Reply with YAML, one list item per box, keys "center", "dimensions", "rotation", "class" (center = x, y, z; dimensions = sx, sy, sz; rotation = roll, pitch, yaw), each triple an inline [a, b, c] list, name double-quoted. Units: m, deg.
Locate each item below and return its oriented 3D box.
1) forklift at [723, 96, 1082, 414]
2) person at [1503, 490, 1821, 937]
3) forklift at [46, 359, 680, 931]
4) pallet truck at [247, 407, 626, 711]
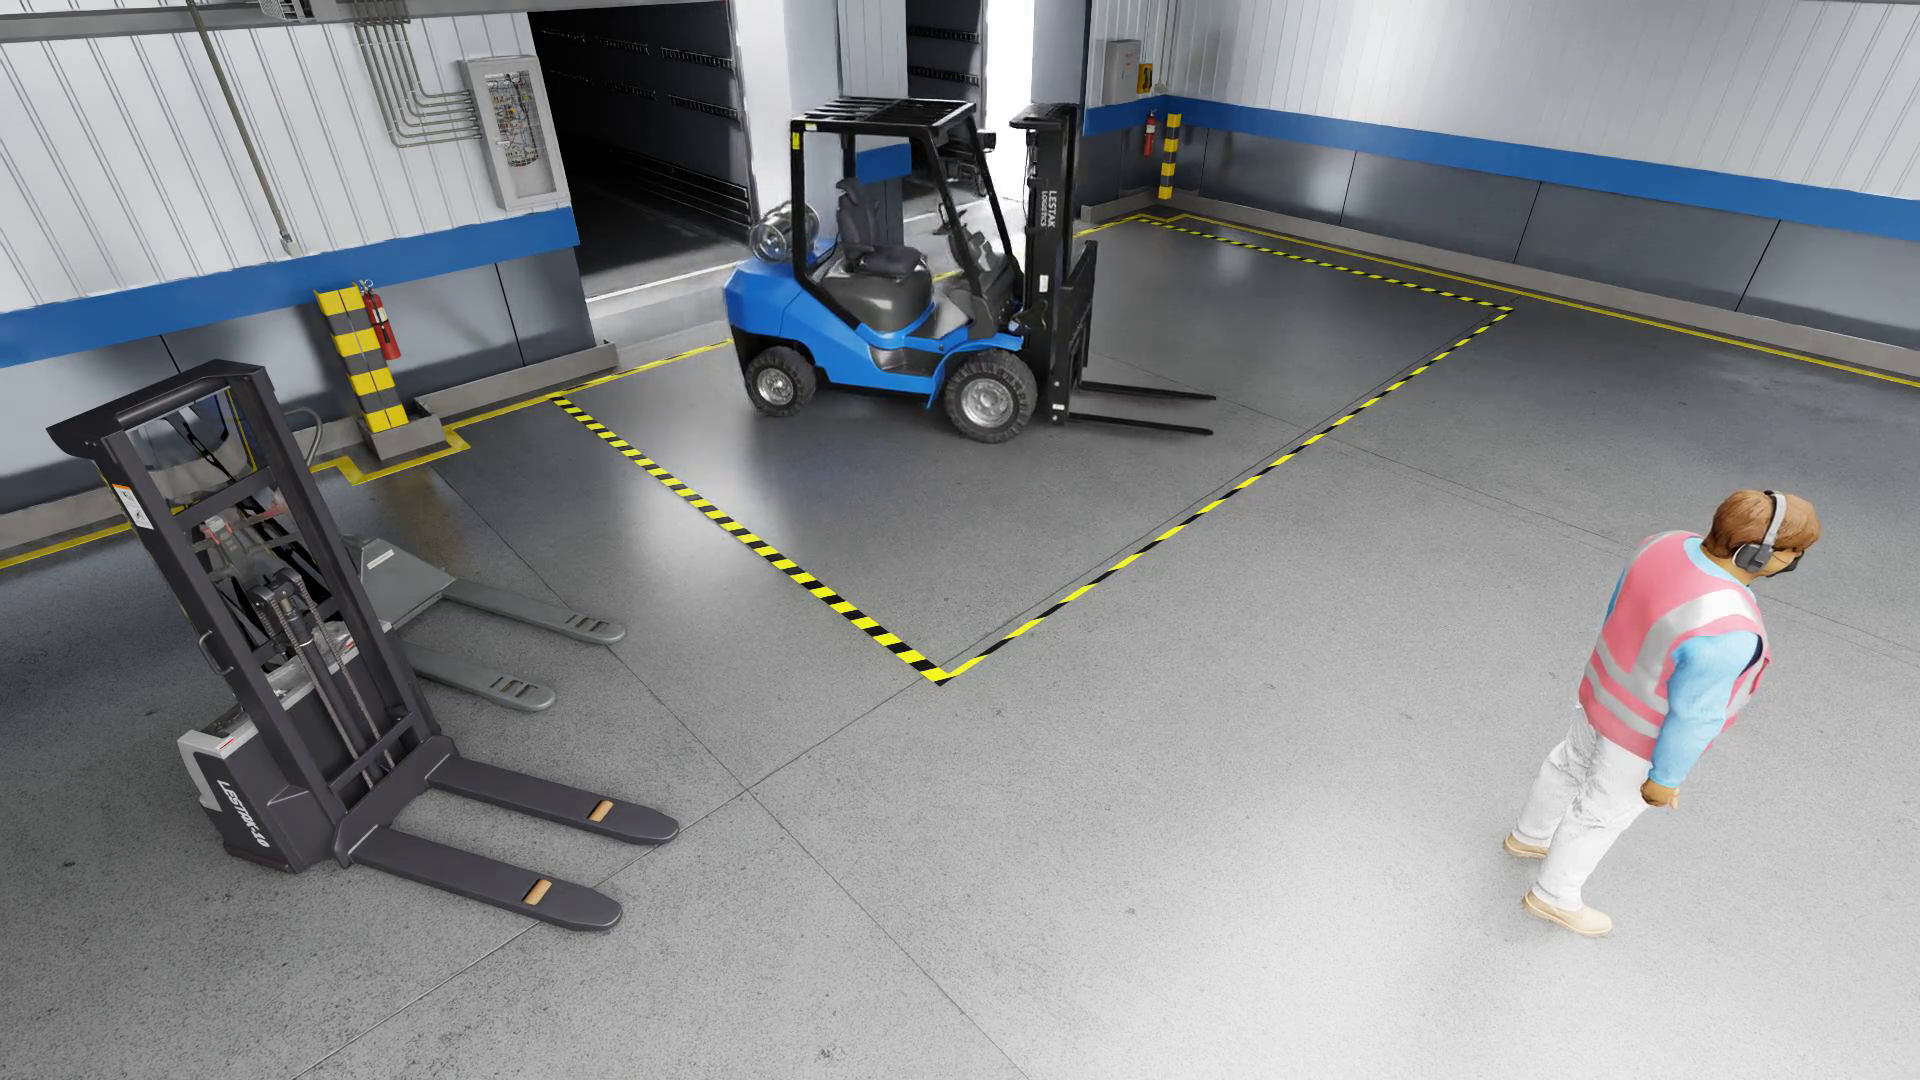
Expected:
- center: [-0.402, -2.135, 6.795]
  dimensions: [2.680, 2.036, 1.157]
  rotation: [9, 35, 13]
  class: "forklift"
- center: [2.384, 0.625, 3.193]
  dimensions: [0.429, 1.841, 0.632]
  rotation: [8, 35, 12]
  class: "person"
- center: [-2.135, 0.422, 3.354]
  dimensions: [1.885, 1.965, 0.823]
  rotation: [10, 35, 14]
  class: "forklift"
- center: [-2.628, 0.038, 4.590]
  dimensions: [1.601, 1.201, 0.680]
  rotation: [12, 36, 18]
  class: "pallet truck"
